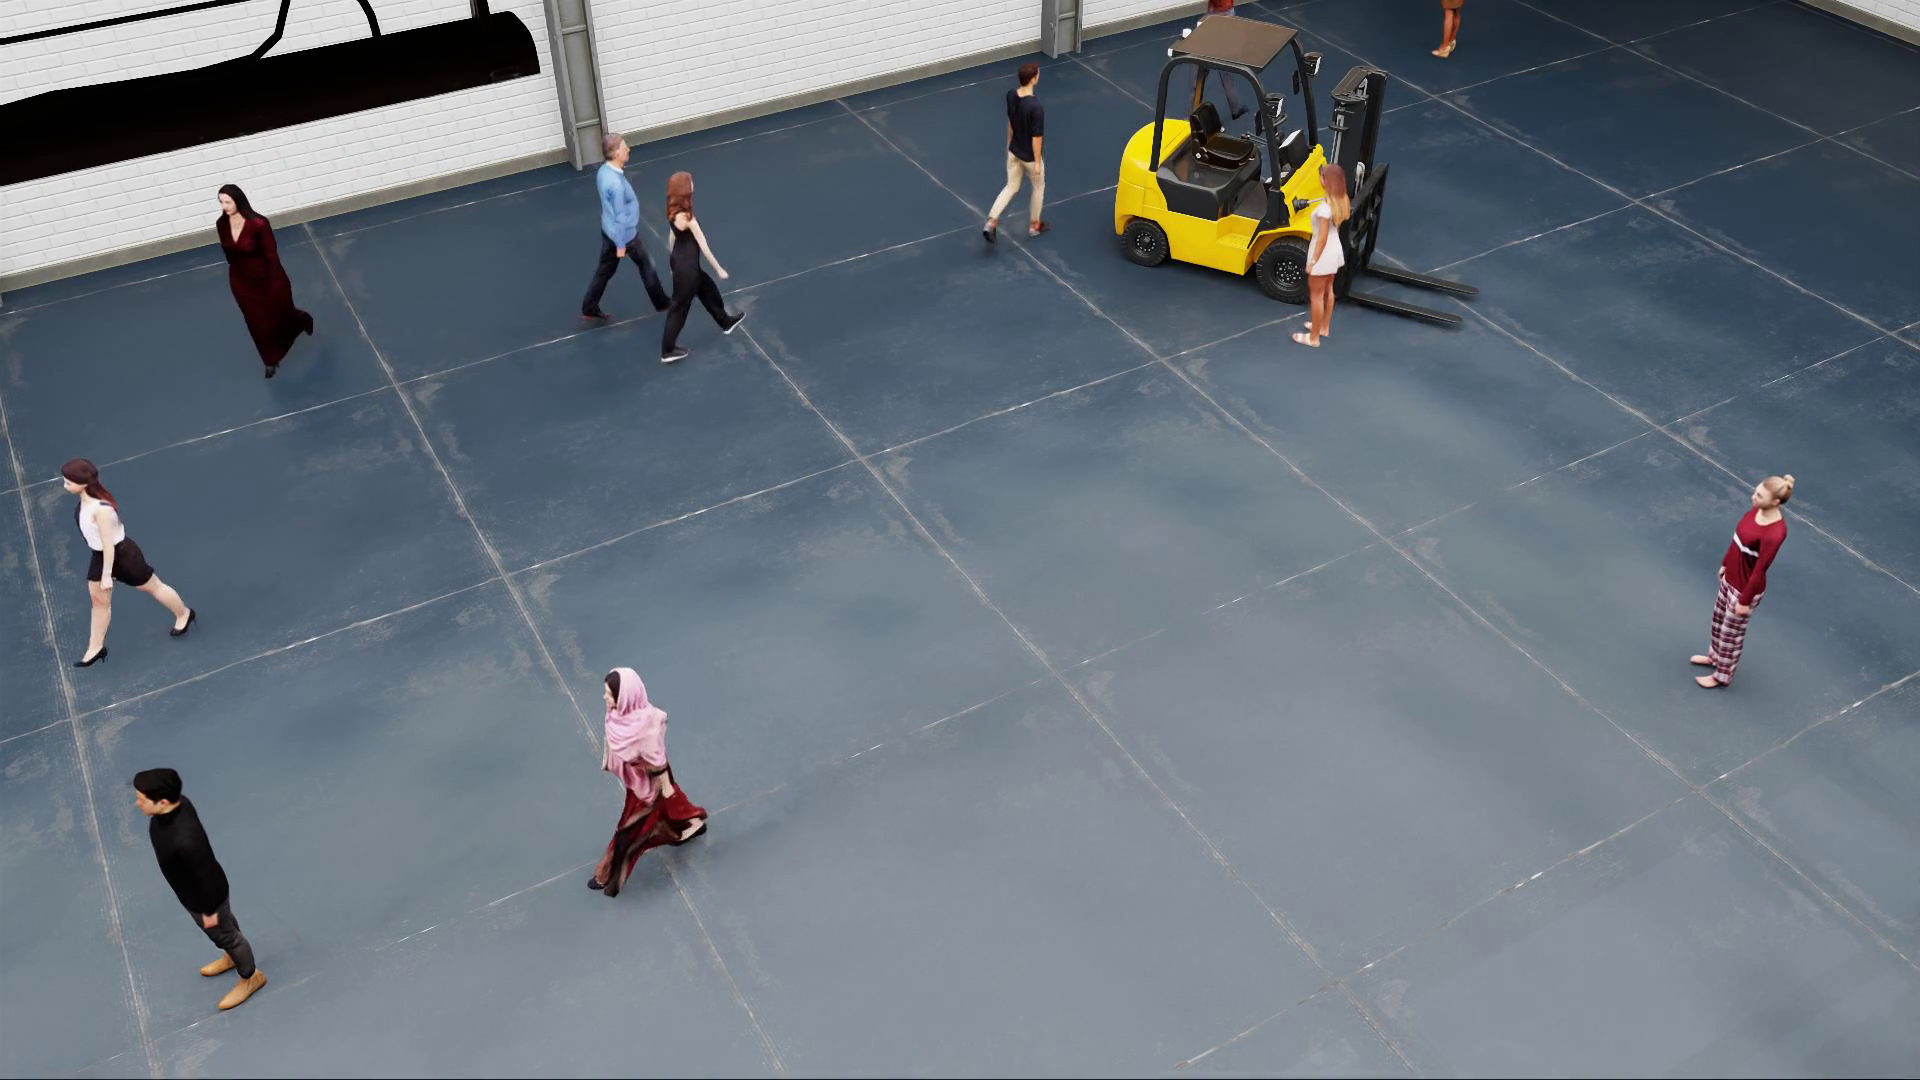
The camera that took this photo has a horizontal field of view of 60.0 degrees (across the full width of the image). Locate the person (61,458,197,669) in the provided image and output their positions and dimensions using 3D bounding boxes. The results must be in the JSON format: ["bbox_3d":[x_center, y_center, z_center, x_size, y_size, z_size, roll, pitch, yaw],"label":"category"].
[{"bbox_3d":[-5.649,0.111,11.341,0.800,1.605,1.134,28,46,31],"label":"person"}]

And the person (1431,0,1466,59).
[{"bbox_3d":[5.838,-6.553,19.620,0.699,1.687,0.574,25,45,28],"label":"person"}]

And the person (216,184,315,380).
[{"bbox_3d":[-5.935,-2.254,14.194,0.992,1.740,1.019,5,39,6],"label":"person"}]

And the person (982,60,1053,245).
[{"bbox_3d":[0.550,-3.657,15.880,1.151,1.829,0.828,-31,48,-33],"label":"person"}]

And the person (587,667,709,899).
[{"bbox_3d":[-1.806,1.338,9.818,1.090,1.589,0.688,-24,44,-27],"label":"person"}]

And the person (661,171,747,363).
[{"bbox_3d":[-2.438,-2.285,14.270,1.116,1.695,0.613,-22,44,-25],"label":"person"}]

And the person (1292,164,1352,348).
[{"bbox_3d":[3.186,-2.489,14.525,0.705,1.695,0.596,25,45,28],"label":"person"}]

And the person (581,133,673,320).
[{"bbox_3d":[-3.102,-2.715,14.750,1.180,1.768,0.669,-17,42,-20],"label":"person"}]

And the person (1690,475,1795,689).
[{"bbox_3d":[5.225,0.265,11.072,0.708,1.701,0.691,3,39,4],"label":"person"}]

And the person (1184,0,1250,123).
[{"bbox_3d":[2.669,-5.170,17.862,1.194,1.720,0.728,-27,46,-30],"label":"person"}]

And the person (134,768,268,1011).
[{"bbox_3d":[-4.145,1.864,9.053,0.563,1.723,0.666,-24,45,-27],"label":"person"}]
